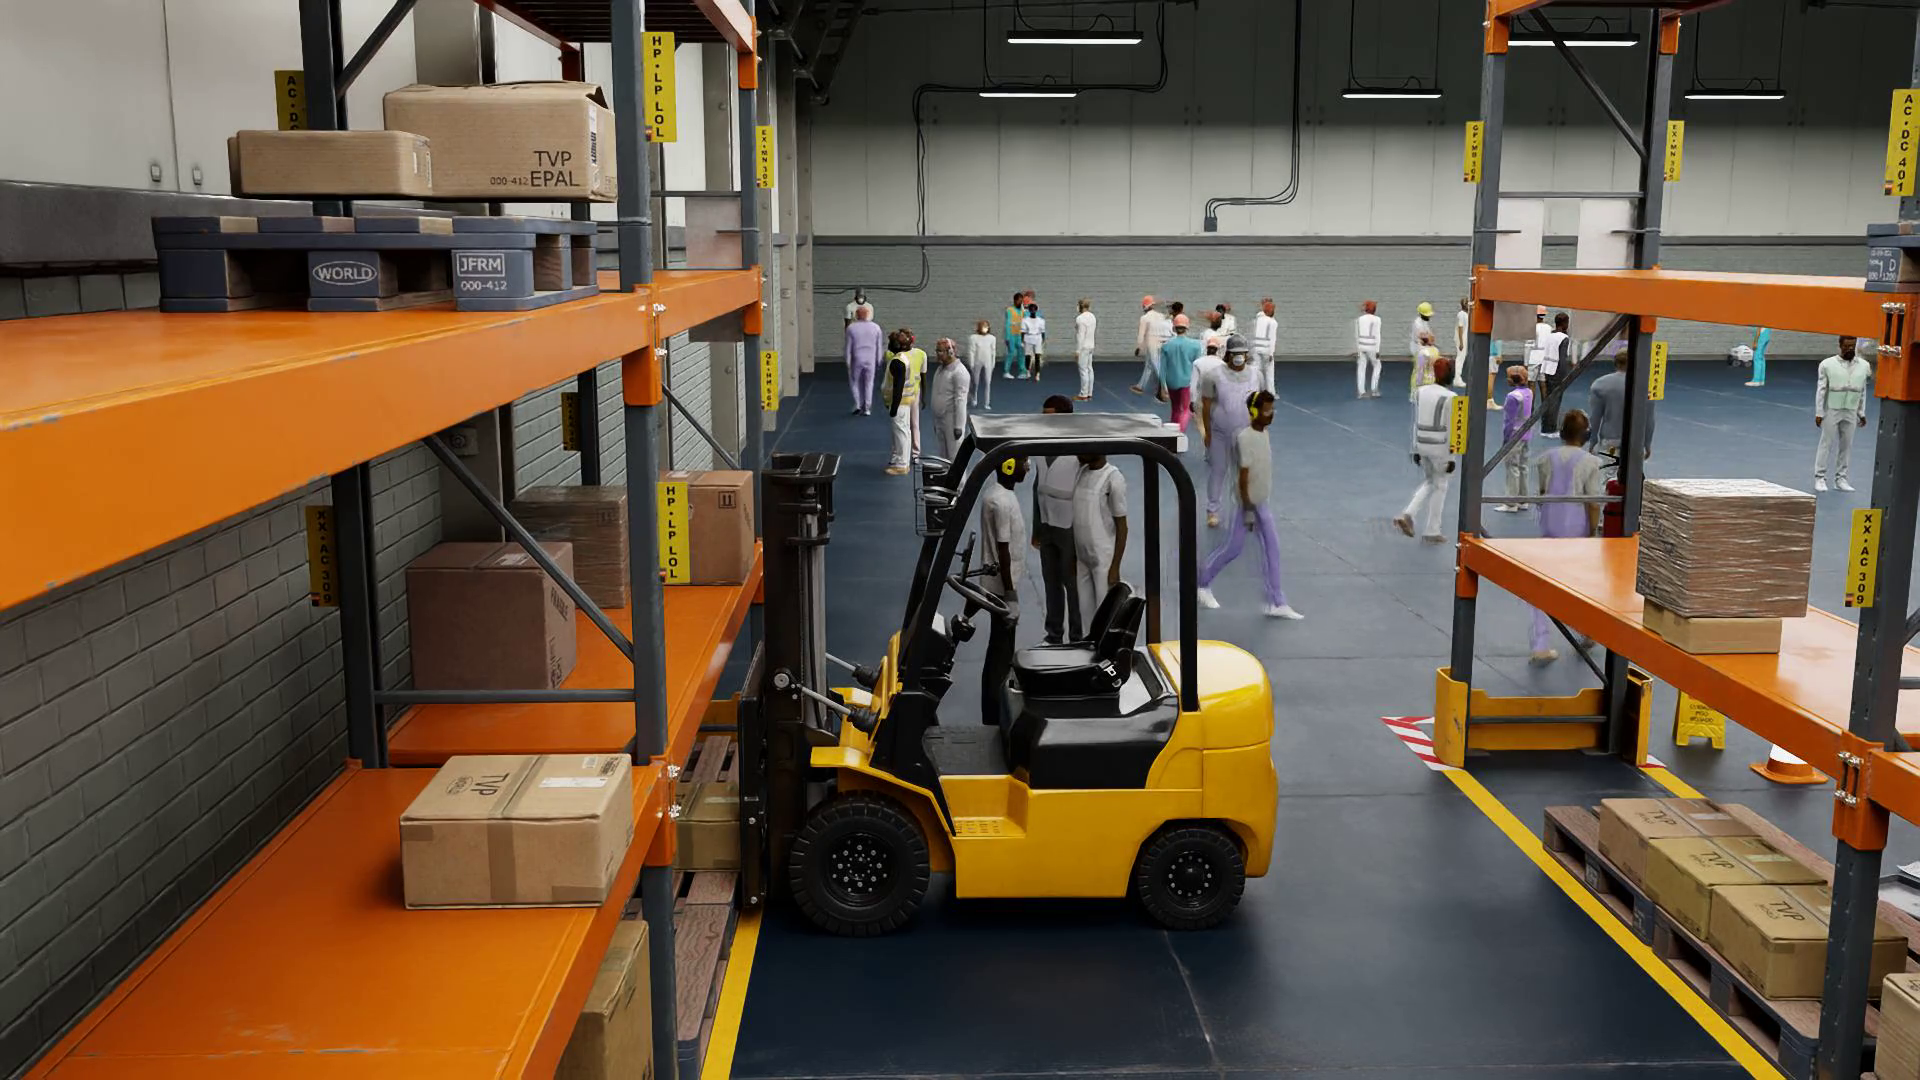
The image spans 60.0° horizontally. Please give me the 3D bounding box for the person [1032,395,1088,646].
[{"bbox_3d":[0.735,-0.078,11.833,0.379,1.917,0.591,-7,12,-35],"label":"person"}]

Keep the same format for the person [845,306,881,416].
[{"bbox_3d":[-1.675,-3.082,28.639,0.666,1.895,0.448,-3,11,-15],"label":"person"}]

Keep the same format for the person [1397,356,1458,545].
[{"bbox_3d":[4.660,-0.872,16.381,0.482,1.872,0.595,-5,11,-25],"label":"person"}]

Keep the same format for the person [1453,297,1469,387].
[{"bbox_3d":[10.367,-4.073,34.300,0.329,1.841,0.509,5,11,25],"label":"person"}]

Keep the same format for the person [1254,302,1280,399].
[{"bbox_3d":[5.727,-3.575,31.489,0.813,1.862,0.604,-8,13,-38],"label":"person"}]

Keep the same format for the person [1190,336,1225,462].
[{"bbox_3d":[3.419,-1.895,22.531,0.588,1.713,0.677,-3,11,-15],"label":"person"}]

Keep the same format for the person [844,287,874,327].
[{"bbox_3d":[-2.099,-4.388,35.503,0.688,2.000,0.536,-6,12,-32],"label":"person"}]

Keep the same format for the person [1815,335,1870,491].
[{"bbox_3d":[10.568,-1.538,19.970,0.598,1.917,0.375,0,10,-1],"label":"person"}]

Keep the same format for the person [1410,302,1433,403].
[{"bbox_3d":[8.602,-3.493,31.004,0.382,1.877,0.739,4,11,20],"label":"person"}]

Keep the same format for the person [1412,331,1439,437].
[{"bbox_3d":[7.161,-2.384,25.506,0.506,1.632,0.317,-9,14,-42],"label":"person"}]

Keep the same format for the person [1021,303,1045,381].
[{"bbox_3d":[1.568,-4.271,35.851,0.552,1.675,0.577,-1,10,-4],"label":"person"}]

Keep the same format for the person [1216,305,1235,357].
[{"bbox_3d":[5.521,-4.128,35.087,0.538,1.670,0.510,2,10,10],"label":"person"}]

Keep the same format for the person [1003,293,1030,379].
[{"bbox_3d":[1.248,-4.456,36.368,0.712,1.875,0.627,8,13,36],"label":"person"}]

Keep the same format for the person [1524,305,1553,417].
[{"bbox_3d":[9.837,-3.050,28.385,0.539,1.930,0.386,-4,11,-23],"label":"person"}]

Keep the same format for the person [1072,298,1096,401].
[{"bbox_3d":[2.328,-3.573,31.248,0.366,1.939,0.635,5,11,27],"label":"person"}]

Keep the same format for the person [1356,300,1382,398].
[{"bbox_3d":[7.913,-3.667,31.970,0.675,1.862,0.615,-8,13,-37],"label":"person"}]

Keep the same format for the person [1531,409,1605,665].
[{"bbox_3d":[4.401,-0.040,11.957,0.504,1.794,0.965,9,13,40],"label":"person"}]

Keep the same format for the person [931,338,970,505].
[{"bbox_3d":[-0.139,-1.345,18.953,0.396,1.901,0.652,-5,11,-26],"label":"person"}]

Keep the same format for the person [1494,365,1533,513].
[{"bbox_3d":[6.163,-1.113,18.413,0.311,1.633,0.516,9,14,42],"label":"person"}]

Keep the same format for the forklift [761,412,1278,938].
[{"bbox_3d":[0.291,0.548,7.580,2.313,2.155,1.214,0,10,-2],"label":"forklift"}]

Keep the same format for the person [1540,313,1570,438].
[{"bbox_3d":[9.118,-2.522,25.481,0.397,1.911,0.587,-2,10,-9],"label":"person"}]

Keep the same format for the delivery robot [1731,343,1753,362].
[{"bbox_3d":[18.767,-4.480,39.894,0.477,0.478,0.707,1,10,8],"label":"delivery robot"}]

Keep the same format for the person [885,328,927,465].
[{"bbox_3d":[-0.727,-1.937,22.389,0.570,1.845,0.381,1,10,7],"label":"person"}]

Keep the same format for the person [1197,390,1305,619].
[{"bbox_3d":[2.304,-0.301,13.360,0.971,1.834,0.531,8,13,39],"label":"person"}]

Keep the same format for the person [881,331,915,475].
[{"bbox_3d":[-0.797,-1.763,21.439,0.429,1.844,0.623,2,10,8],"label":"person"}]

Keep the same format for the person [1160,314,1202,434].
[{"bbox_3d":[3.149,-2.245,23.782,0.618,1.967,0.861,4,11,23],"label":"person"}]

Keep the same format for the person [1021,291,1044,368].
[{"bbox_3d":[1.652,-4.916,39.016,0.575,1.827,0.973,-5,11,-27],"label":"person"}]

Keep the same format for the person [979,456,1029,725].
[{"bbox_3d":[0.279,0.310,9.820,0.329,1.869,0.511,-1,10,-6],"label":"person"}]

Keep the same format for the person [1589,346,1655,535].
[{"bbox_3d":[6.714,-0.999,16.918,0.630,1.936,0.369,5,11,24],"label":"person"}]

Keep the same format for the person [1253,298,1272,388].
[{"bbox_3d":[6.215,-4.039,34.102,0.373,1.843,0.570,5,12,28],"label":"person"}]

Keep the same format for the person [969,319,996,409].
[{"bbox_3d":[0.390,-3.171,29.899,0.500,1.615,0.657,-2,10,-9],"label":"person"}]

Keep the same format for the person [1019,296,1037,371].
[{"bbox_3d":[1.607,-4.750,38.367,0.550,1.733,0.578,6,12,31],"label":"person"}]

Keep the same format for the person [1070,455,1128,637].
[{"bbox_3d":[0.888,0.140,10.830,0.336,1.841,0.508,-6,12,-28],"label":"person"}]

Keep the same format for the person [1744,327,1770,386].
[{"bbox_3d":[16.599,-4.106,34.527,0.360,1.834,0.520,9,14,42],"label":"person"}]

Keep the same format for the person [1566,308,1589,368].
[{"bbox_3d":[14.632,-5.009,39.250,0.649,1.932,0.463,4,11,20],"label":"person"}]

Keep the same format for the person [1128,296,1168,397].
[{"bbox_3d":[3.652,-3.740,32.172,1.028,1.931,0.615,8,13,39],"label":"person"}]

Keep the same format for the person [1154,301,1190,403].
[{"bbox_3d":[3.939,-3.427,30.550,0.615,1.911,0.917,-5,11,-25],"label":"person"}]

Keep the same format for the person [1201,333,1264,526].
[{"bbox_3d":[2.892,-1.152,17.480,0.675,2.000,0.536,-1,10,-8],"label":"person"}]
